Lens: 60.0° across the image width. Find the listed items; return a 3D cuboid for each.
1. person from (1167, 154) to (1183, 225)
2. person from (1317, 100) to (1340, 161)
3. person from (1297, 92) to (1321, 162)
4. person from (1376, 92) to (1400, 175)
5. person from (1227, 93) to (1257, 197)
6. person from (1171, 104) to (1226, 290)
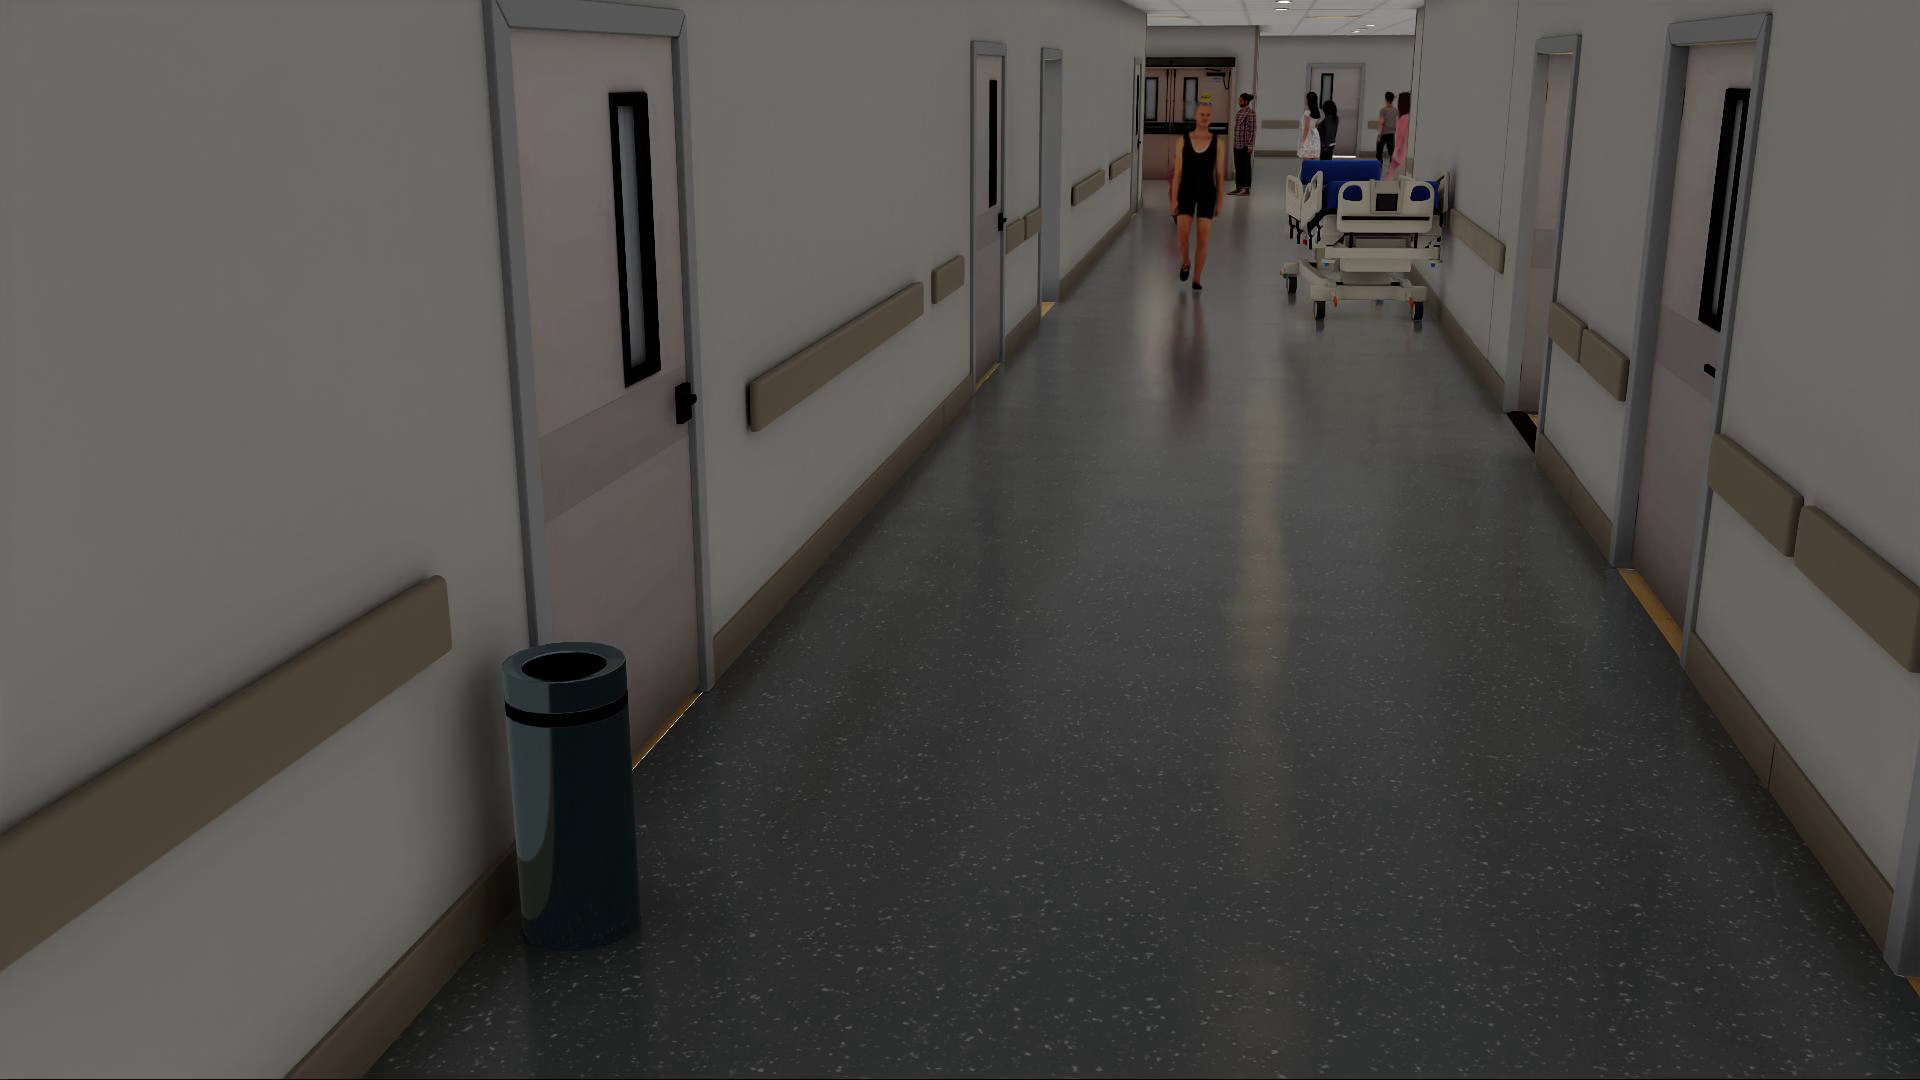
[{"bbox_3d":[3.087,-4.972,23.584,0.670,1.003,0.542,1,16,4],"label":"person"},{"bbox_3d":[6.840,-7.357,30.950,0.759,1.597,0.755,8,18,27],"label":"person"},{"bbox_3d":[6.081,-6.888,28.961,0.805,1.774,0.770,14,21,40],"label":"person"},{"bbox_3d":[8.789,-8.281,34.062,1.137,1.686,0.939,-3,16,-9],"label":"person"},{"bbox_3d":[5.002,-6.978,29.308,0.790,1.759,0.785,-6,17,-21],"label":"person"},{"bbox_3d":[2.356,-3.409,16.567,0.682,1.802,0.762,1,16,4],"label":"person"}]
